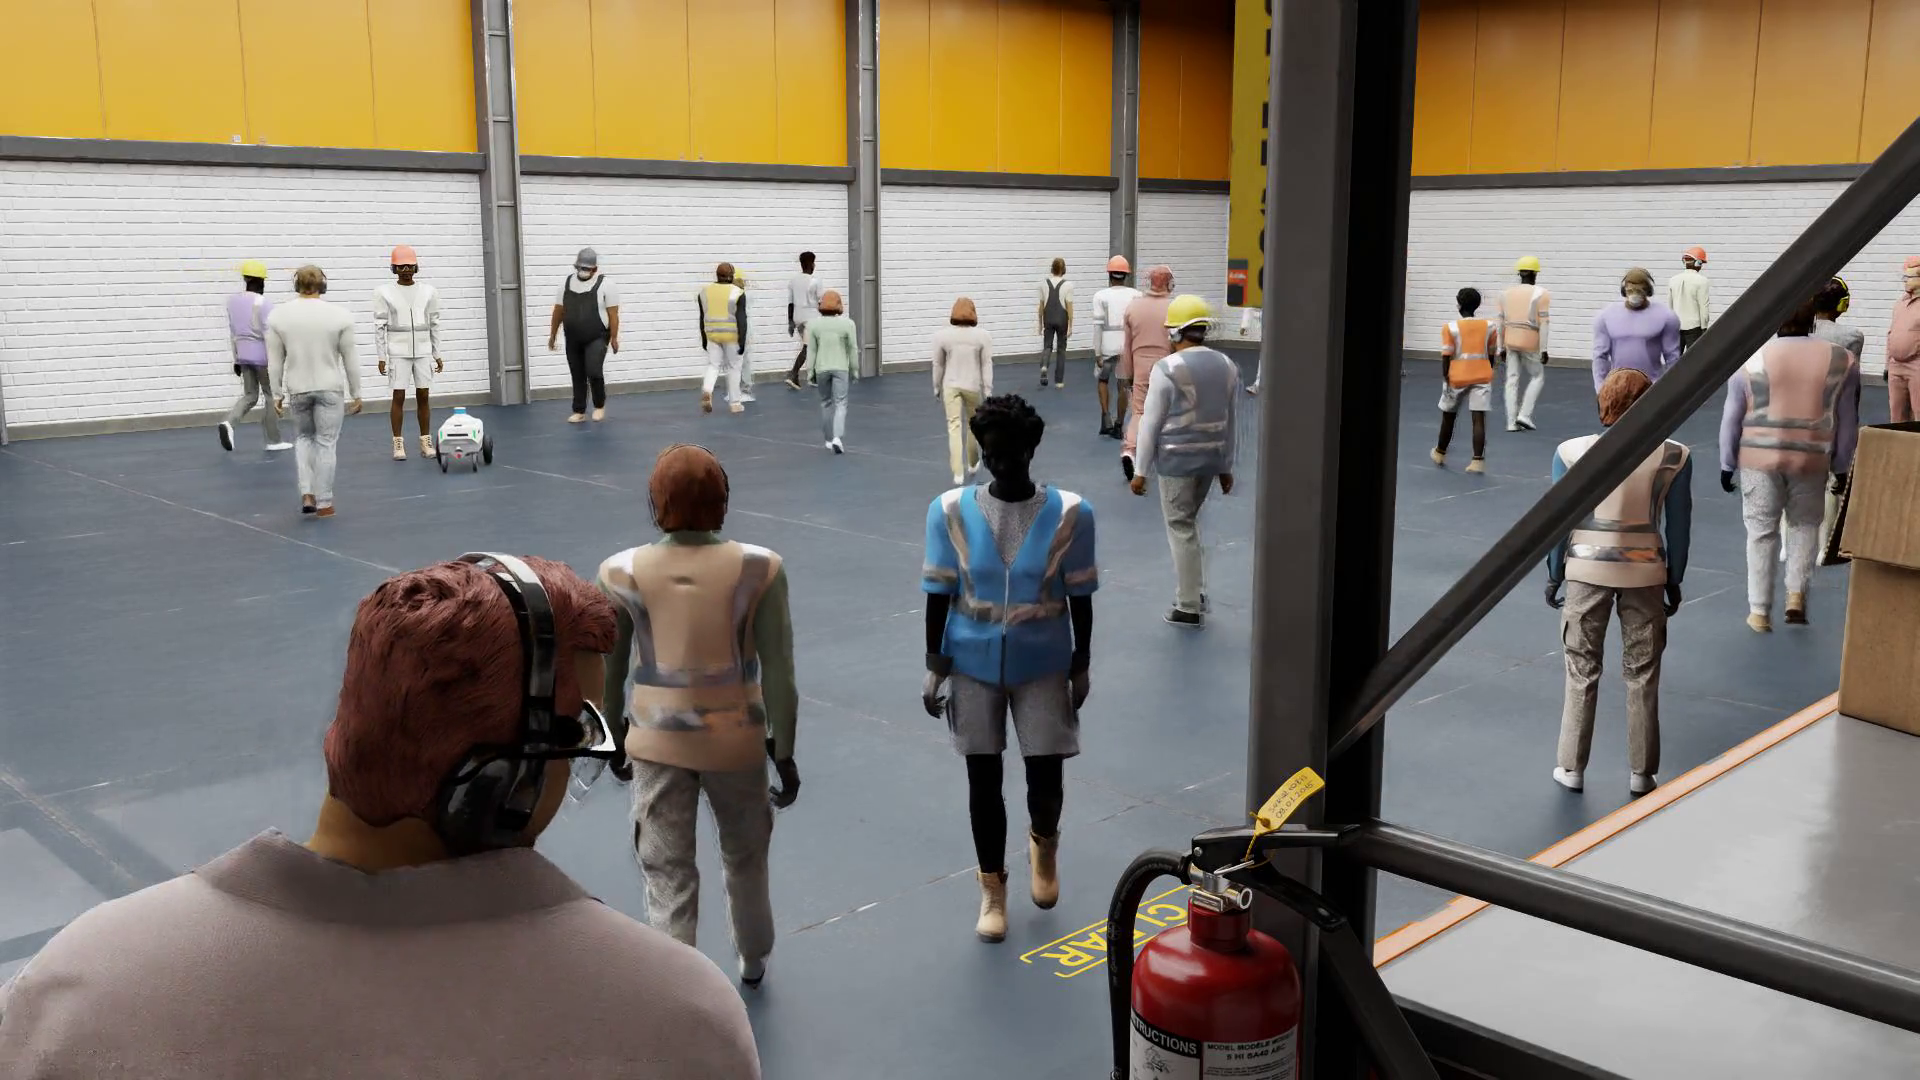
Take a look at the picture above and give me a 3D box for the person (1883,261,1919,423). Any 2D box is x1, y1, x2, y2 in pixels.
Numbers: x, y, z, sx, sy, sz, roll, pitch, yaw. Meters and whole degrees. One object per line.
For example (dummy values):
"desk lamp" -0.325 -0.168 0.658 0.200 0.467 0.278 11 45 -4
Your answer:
"person" 8.636 -1.573 15.097 0.402 1.904 0.652 -2 11 -13

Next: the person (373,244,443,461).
"person" -5.232 -1.778 15.831 0.616 2.041 0.377 -7 12 -32

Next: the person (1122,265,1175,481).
"person" 1.694 -1.461 14.563 0.647 1.880 0.876 6 12 29

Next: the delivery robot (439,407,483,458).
"delivery robot" -4.574 -0.974 15.257 0.477 0.478 0.707 -2 11 -11

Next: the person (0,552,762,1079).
"person" -0.490 0.945 1.452 0.660 1.871 0.605 -1 10 -4

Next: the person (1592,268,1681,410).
"person" 5.244 -1.161 12.927 0.647 1.890 0.888 7 13 34

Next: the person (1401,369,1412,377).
"person" 6.338 -3.304 24.846 0.988 1.796 0.588 -3 11 -14

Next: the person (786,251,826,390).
"person" -2.153 -3.065 23.196 0.607 1.926 0.991 8 13 39

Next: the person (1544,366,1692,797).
"person" 2.490 0.165 6.337 0.515 1.640 0.315 3 11 16

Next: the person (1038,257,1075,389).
"person" 1.314 -2.991 23.029 0.526 1.828 0.543 3 11 16

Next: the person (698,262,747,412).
"person" -2.842 -2.406 19.875 0.633 1.819 0.719 3 11 15

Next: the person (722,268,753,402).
"person" -2.878 -2.628 21.334 0.466 1.726 0.498 -9 14 -40

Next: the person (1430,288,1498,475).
"person" 4.570 -1.441 15.036 0.547 1.651 0.846 0 10 -1

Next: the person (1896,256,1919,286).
"person" 9.868 -1.953 17.128 0.599 1.917 0.557 1 10 3

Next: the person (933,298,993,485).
"person" 0.025 -1.302 14.455 0.522 1.580 0.843 1 10 3

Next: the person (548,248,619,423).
"person" -4.277 -2.328 18.838 0.794 2.000 0.540 3 11 15

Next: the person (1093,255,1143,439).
"person" 1.652 -2.017 17.464 0.554 1.920 0.421 -1 10 -4

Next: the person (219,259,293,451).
"person" -6.933 -1.788 16.267 0.597 1.902 0.729 4 11 23

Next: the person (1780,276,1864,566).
"person" 5.572 -0.765 10.809 0.335 1.862 0.521 -10 14 -43

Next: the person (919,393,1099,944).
"person" 0.146 0.390 5.023 0.533 1.677 0.365 1 10 5

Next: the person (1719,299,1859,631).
"person" 4.418 -0.407 8.930 0.651 1.832 0.448 3 11 17

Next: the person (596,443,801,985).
"person" -0.691 0.544 4.392 0.536 1.590 0.861 -1 10 -4

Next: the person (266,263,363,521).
"person" -4.825 -1.108 12.512 0.644 1.920 0.490 -1 10 -8

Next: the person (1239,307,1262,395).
"person" 4.030 -2.866 22.298 0.902 1.845 0.583 -8 13 -37

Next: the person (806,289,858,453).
"person" -1.271 -1.663 16.429 0.515 1.635 0.620 1 10 6

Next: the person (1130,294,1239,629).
"person" 1.189 -0.426 9.099 0.595 1.814 0.540 -8 13 -38

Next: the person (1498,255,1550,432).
"person" 6.140 -2.124 18.068 0.456 1.909 0.621 -10 14 -43

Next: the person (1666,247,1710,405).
"person" 9.182 -2.689 20.955 0.388 1.987 0.608 -5 12 -26
